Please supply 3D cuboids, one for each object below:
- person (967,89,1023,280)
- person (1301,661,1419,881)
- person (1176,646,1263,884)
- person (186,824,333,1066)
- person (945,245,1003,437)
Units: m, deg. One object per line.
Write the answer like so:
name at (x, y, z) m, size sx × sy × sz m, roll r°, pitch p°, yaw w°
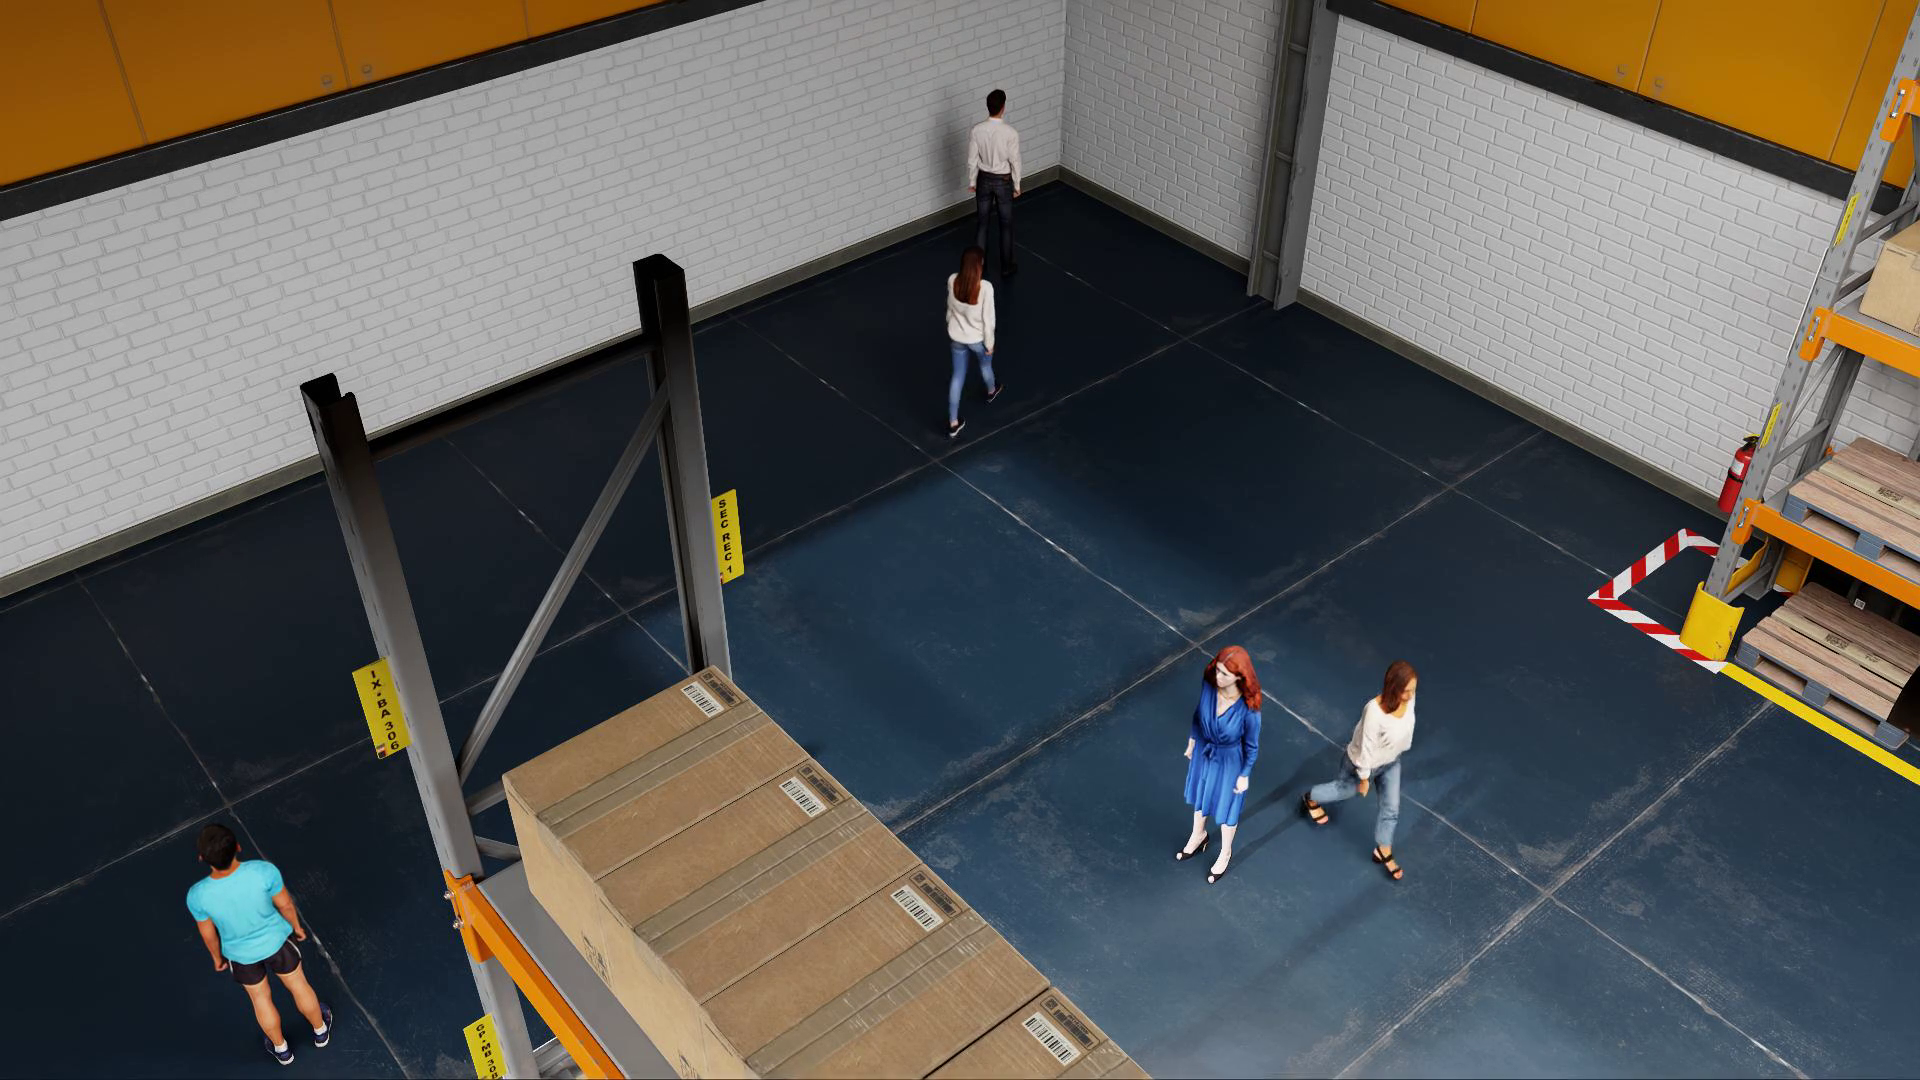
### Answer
person at (0.327, -3.377, 15.813) m, size 0.690 × 1.870 × 0.800 m, roll 9°, pitch 40°, yaw 11°
person at (2.454, 1.300, 10.143) m, size 0.675 × 1.638 × 1.044 m, roll -25°, pitch 45°, yaw -28°
person at (1.562, 1.334, 9.948) m, size 0.669 × 1.828 × 0.492 m, roll -29°, pitch 47°, yaw -31°
person at (-3.771, 2.174, 8.940) m, size 0.657 × 1.774 × 0.564 m, roll -20°, pitch 43°, yaw -23°
person at (0.048, -1.624, 13.800) m, size 1.130 × 1.643 × 0.985 m, roll 17°, pitch 42°, yaw 20°
